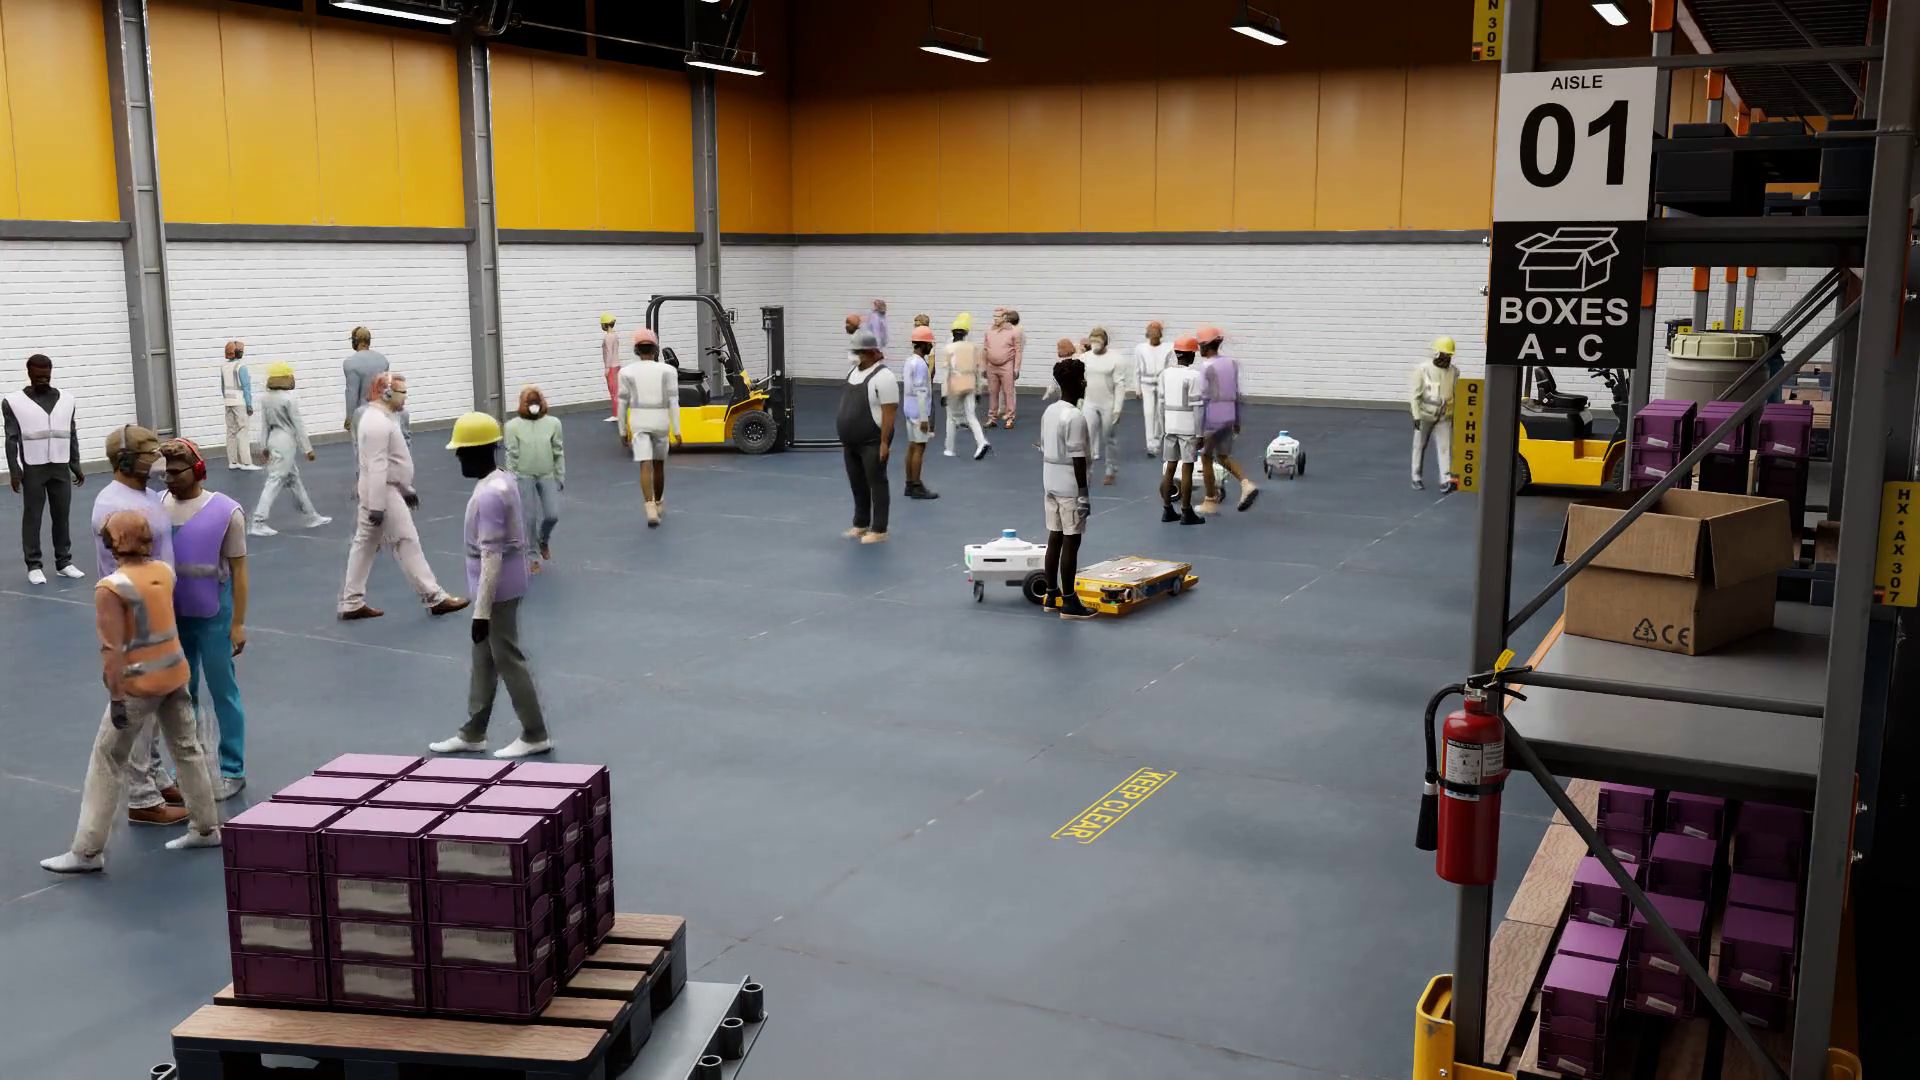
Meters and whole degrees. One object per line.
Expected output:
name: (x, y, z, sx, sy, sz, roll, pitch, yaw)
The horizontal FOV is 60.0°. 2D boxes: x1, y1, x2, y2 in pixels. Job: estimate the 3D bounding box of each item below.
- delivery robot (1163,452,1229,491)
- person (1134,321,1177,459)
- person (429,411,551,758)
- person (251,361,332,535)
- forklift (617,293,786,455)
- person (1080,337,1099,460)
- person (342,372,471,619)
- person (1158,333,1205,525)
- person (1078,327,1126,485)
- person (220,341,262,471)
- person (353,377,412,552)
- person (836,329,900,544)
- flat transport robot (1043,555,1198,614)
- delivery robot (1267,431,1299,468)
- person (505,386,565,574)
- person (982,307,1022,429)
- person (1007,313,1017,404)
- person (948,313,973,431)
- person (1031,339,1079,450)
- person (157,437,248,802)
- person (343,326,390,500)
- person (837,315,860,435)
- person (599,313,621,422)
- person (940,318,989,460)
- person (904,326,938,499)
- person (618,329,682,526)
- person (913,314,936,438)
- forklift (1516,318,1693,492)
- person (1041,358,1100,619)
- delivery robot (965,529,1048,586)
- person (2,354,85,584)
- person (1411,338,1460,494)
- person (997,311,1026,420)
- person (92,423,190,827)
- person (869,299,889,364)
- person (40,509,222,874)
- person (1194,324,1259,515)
delivery robot: (2.625, -0.754, 18.465, 0.707, 0.478, 0.477, 3, 10, 14)
person: (2.635, -2.029, 22.449, 0.590, 1.830, 1.018, 1, 10, 4)
person: (-2.551, 0.261, 8.978, 0.568, 1.919, 0.631, -3, 10, -15)
person: (-6.638, -0.909, 16.342, 0.493, 1.690, 0.923, 7, 12, 37)
forklift: (-3.588, -2.317, 23.042, 2.313, 2.155, 1.214, -1, 10, -5)
person: (1.722, -1.874, 22.086, 0.310, 1.638, 0.523, 1, 10, 4)
person: (-4.214, -0.327, 12.489, 0.981, 1.852, 0.671, -4, 11, -23)
person: (2.267, -1.123, 16.875, 0.356, 1.937, 0.552, -8, 13, -40)
person: (1.624, -1.533, 19.407, 0.642, 1.883, 1.015, 4, 11, 23)
person: (-9.127, -1.691, 21.021, 0.512, 1.642, 0.312, 6, 12, 32)
person: (-5.287, -0.687, 15.266, 0.505, 1.629, 0.279, -2, 10, -9)
person: (-0.915, -0.990, 15.807, 0.535, 2.000, 0.689, -8, 13, -38)
flat transport robot: (1.301, 0.339, 13.233, 0.652, 0.197, 1.431, 6, 12, 32)
delivery robot: (3.980, -1.098, 20.456, 0.477, 0.478, 0.707, 3, 10, 15)
person: (-3.667, -0.526, 14.350, 0.506, 1.623, 0.424, -5, 11, -26)
person: (0.632, -2.684, 26.009, 0.652, 1.904, 0.405, 5, 11, 25)
person: (0.798, -3.310, 30.233, 0.535, 1.697, 0.318, 5, 11, 27)
person: (0.039, -2.612, 25.829, 0.403, 1.822, 0.586, 4, 11, 23)
person: (1.379, -1.945, 22.665, 0.906, 1.575, 0.498, 4, 11, 21)
person: (-3.837, 0.395, 8.371, 0.563, 1.838, 0.389, 2, 10, 10)
person: (-6.613, -1.409, 18.530, 0.372, 1.940, 0.627, 4, 11, 23)
person: (-1.467, -2.483, 25.126, 0.841, 1.826, 0.595, -4, 10, -20)
person: (-5.711, -2.812, 27.154, 0.328, 1.765, 0.532, 1, 10, 5)
person: (0.046, -2.012, 22.219, 0.633, 1.883, 0.895, -5, 11, -25)
person: (-0.436, -1.428, 18.647, 0.379, 1.933, 0.552, -3, 10, -15)
person: (-3.157, -1.152, 16.944, 0.616, 1.981, 1.085, -2, 10, -13)
person: (-0.544, -2.437, 24.761, 0.346, 1.843, 0.507, -4, 11, -24)
forklift: (7.066, -1.601, 18.899, 2.313, 2.155, 1.214, 5, 11, 27)
person: (0.820, -0.391, 12.554, 0.367, 1.966, 0.607, -4, 11, -22)
delivery robot: (0.391, 0.158, 13.185, 0.707, 0.478, 0.477, 0, 10, -1)
person: (-7.661, -0.594, 13.942, 0.402, 1.922, 0.616, 7, 12, 35)
person: (5.457, -1.416, 19.015, 0.624, 1.771, 0.946, -1, 10, -7)
person: (0.793, -2.859, 27.343, 0.433, 1.795, 0.700, -9, 13, -42)
person: (-3.929, 0.406, 8.022, 0.372, 1.940, 0.631, -3, 10, -14)
person: (-1.586, -3.679, 31.892, 0.470, 1.865, 0.699, 0, 10, 1)
person: (-3.742, 0.674, 7.434, 0.661, 1.614, 0.616, 1, 10, 5)
person: (2.736, -1.234, 17.305, 0.650, 2.013, 0.743, -8, 13, -39)
